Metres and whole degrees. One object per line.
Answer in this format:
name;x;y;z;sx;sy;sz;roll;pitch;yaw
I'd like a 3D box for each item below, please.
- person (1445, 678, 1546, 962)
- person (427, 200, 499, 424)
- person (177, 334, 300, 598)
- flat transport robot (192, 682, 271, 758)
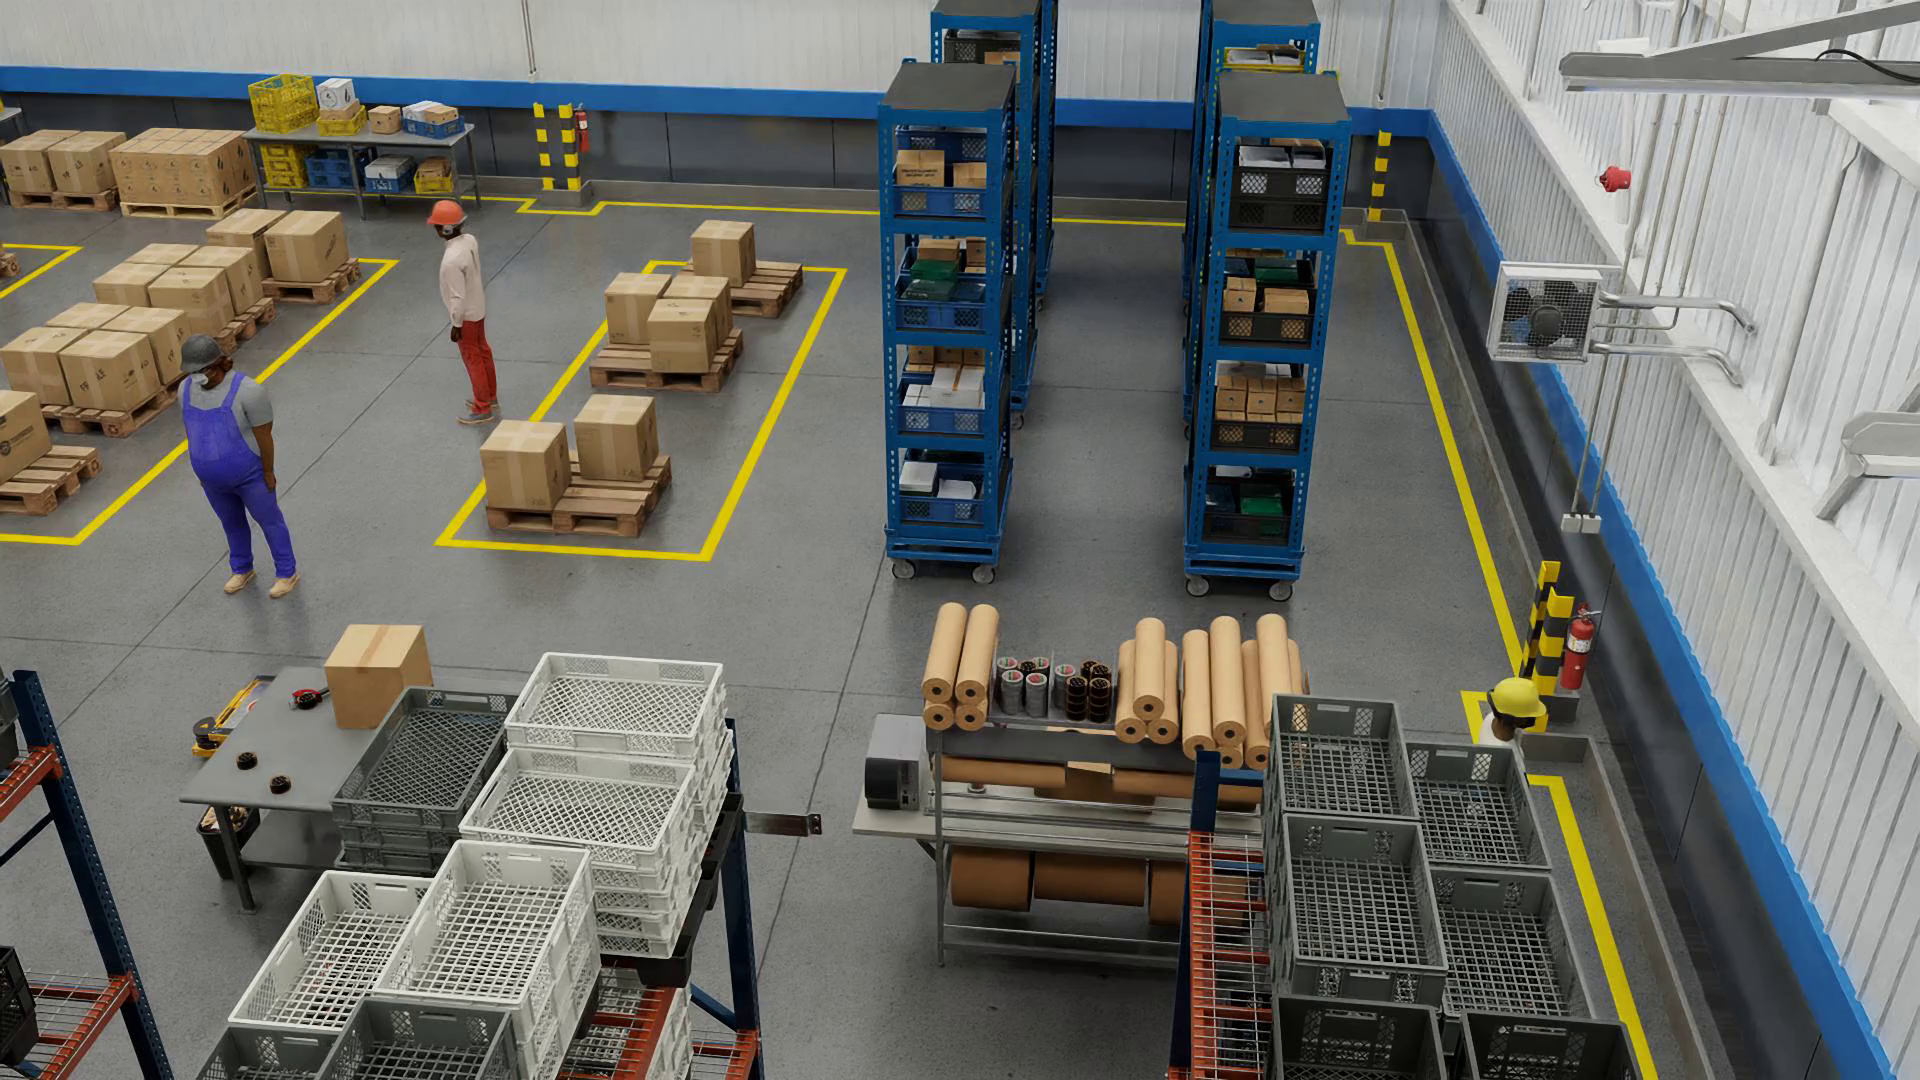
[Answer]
person;2.766;1.456;8.681;0.313;1.769;0.524;6;31;10
person;-4.269;-1.968;14.339;0.376;1.996;0.607;0;30;1
person;-5.187;-0.523;11.813;0.676;2.000;0.536;6;31;10
flat transport robot;-4.089;1.163;10.648;1.431;0.197;0.652;3;30;6
